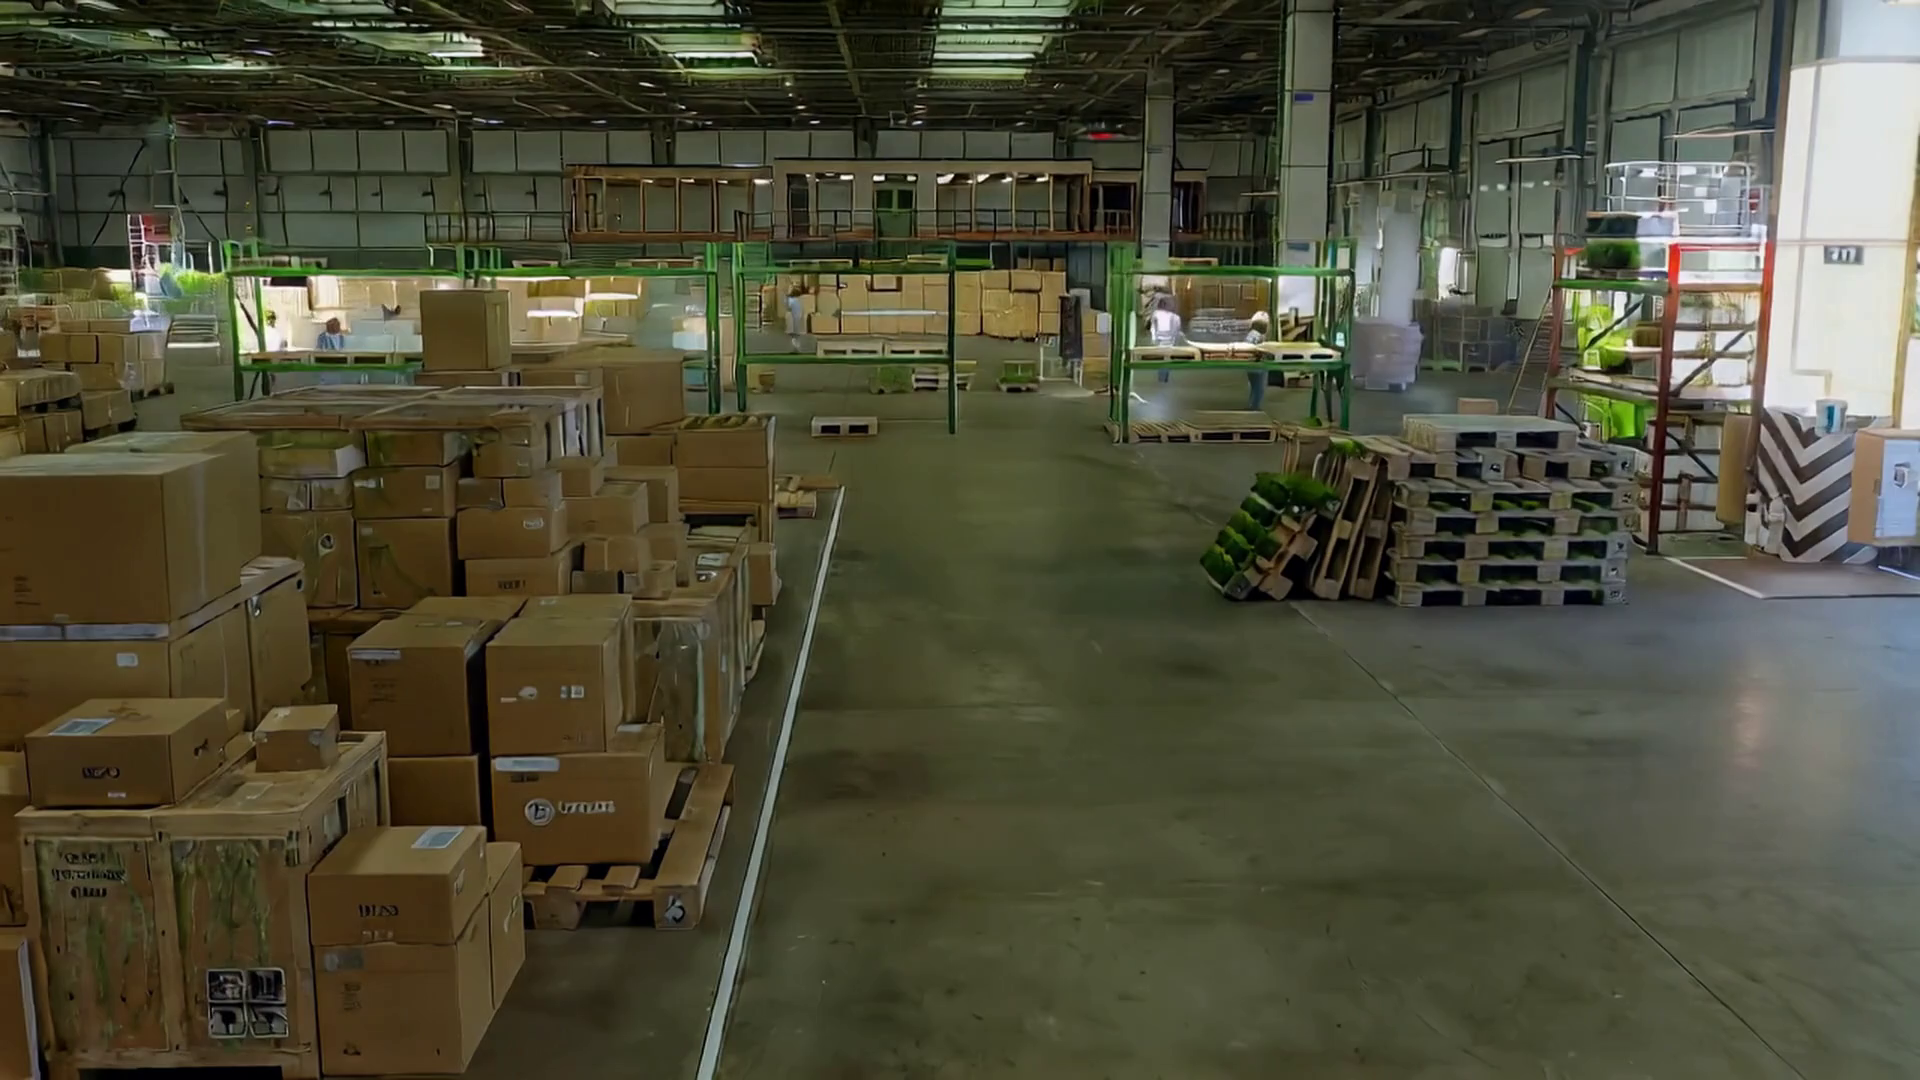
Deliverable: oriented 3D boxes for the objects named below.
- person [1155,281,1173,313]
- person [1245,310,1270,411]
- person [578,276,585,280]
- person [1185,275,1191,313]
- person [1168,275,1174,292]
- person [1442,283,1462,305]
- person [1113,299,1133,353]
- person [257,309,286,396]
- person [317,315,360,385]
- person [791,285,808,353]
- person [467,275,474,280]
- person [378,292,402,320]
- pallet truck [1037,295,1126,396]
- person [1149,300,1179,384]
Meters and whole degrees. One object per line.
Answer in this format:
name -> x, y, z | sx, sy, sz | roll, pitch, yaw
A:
person -> 5.922, -6.586, 48.442 | 0.992, 1.893, 0.544 | -8, 13, -38
person -> 4.874, -2.802, 27.287 | 0.389, 1.916, 0.602 | 1, 10, 5
person -> -12.878, -8.166, 57.088 | 0.604, 1.950, 0.549 | 7, 13, 36
person -> 9.711, -10.722, 71.178 | 0.390, 1.995, 0.613 | 2, 10, 11
person -> 8.129, -9.573, 65.130 | 0.590, 1.870, 0.626 | -2, 10, -13
person -> 13.268, -5.984, 45.027 | 0.590, 1.912, 0.668 | 9, 14, 41
person -> 3.394, -4.142, 34.680 | 0.355, 1.936, 0.635 | 8, 13, 38
person -> -12.283, -3.199, 29.678 | 0.517, 1.853, 0.694 | -7, 12, -32
person -> -10.182, -2.771, 27.297 | 0.971, 1.833, 0.599 | 4, 11, 21
person -> -4.376, -6.045, 45.507 | 0.563, 1.853, 0.451 | -8, 13, -36
person -> -20.321, -10.212, 68.775 | 0.504, 1.840, 0.345 | -2, 10, -10
person -> -13.550, -4.946, 39.427 | 0.994, 1.856, 0.655 | 8, 13, 36
pallet truck -> 2.483, -3.881, 33.060 | 1.885, 1.965, 0.823 | -7, 13, -36
person -> 4.334, -4.195, 35.350 | 0.641, 1.809, 0.810 | 1, 10, 4
